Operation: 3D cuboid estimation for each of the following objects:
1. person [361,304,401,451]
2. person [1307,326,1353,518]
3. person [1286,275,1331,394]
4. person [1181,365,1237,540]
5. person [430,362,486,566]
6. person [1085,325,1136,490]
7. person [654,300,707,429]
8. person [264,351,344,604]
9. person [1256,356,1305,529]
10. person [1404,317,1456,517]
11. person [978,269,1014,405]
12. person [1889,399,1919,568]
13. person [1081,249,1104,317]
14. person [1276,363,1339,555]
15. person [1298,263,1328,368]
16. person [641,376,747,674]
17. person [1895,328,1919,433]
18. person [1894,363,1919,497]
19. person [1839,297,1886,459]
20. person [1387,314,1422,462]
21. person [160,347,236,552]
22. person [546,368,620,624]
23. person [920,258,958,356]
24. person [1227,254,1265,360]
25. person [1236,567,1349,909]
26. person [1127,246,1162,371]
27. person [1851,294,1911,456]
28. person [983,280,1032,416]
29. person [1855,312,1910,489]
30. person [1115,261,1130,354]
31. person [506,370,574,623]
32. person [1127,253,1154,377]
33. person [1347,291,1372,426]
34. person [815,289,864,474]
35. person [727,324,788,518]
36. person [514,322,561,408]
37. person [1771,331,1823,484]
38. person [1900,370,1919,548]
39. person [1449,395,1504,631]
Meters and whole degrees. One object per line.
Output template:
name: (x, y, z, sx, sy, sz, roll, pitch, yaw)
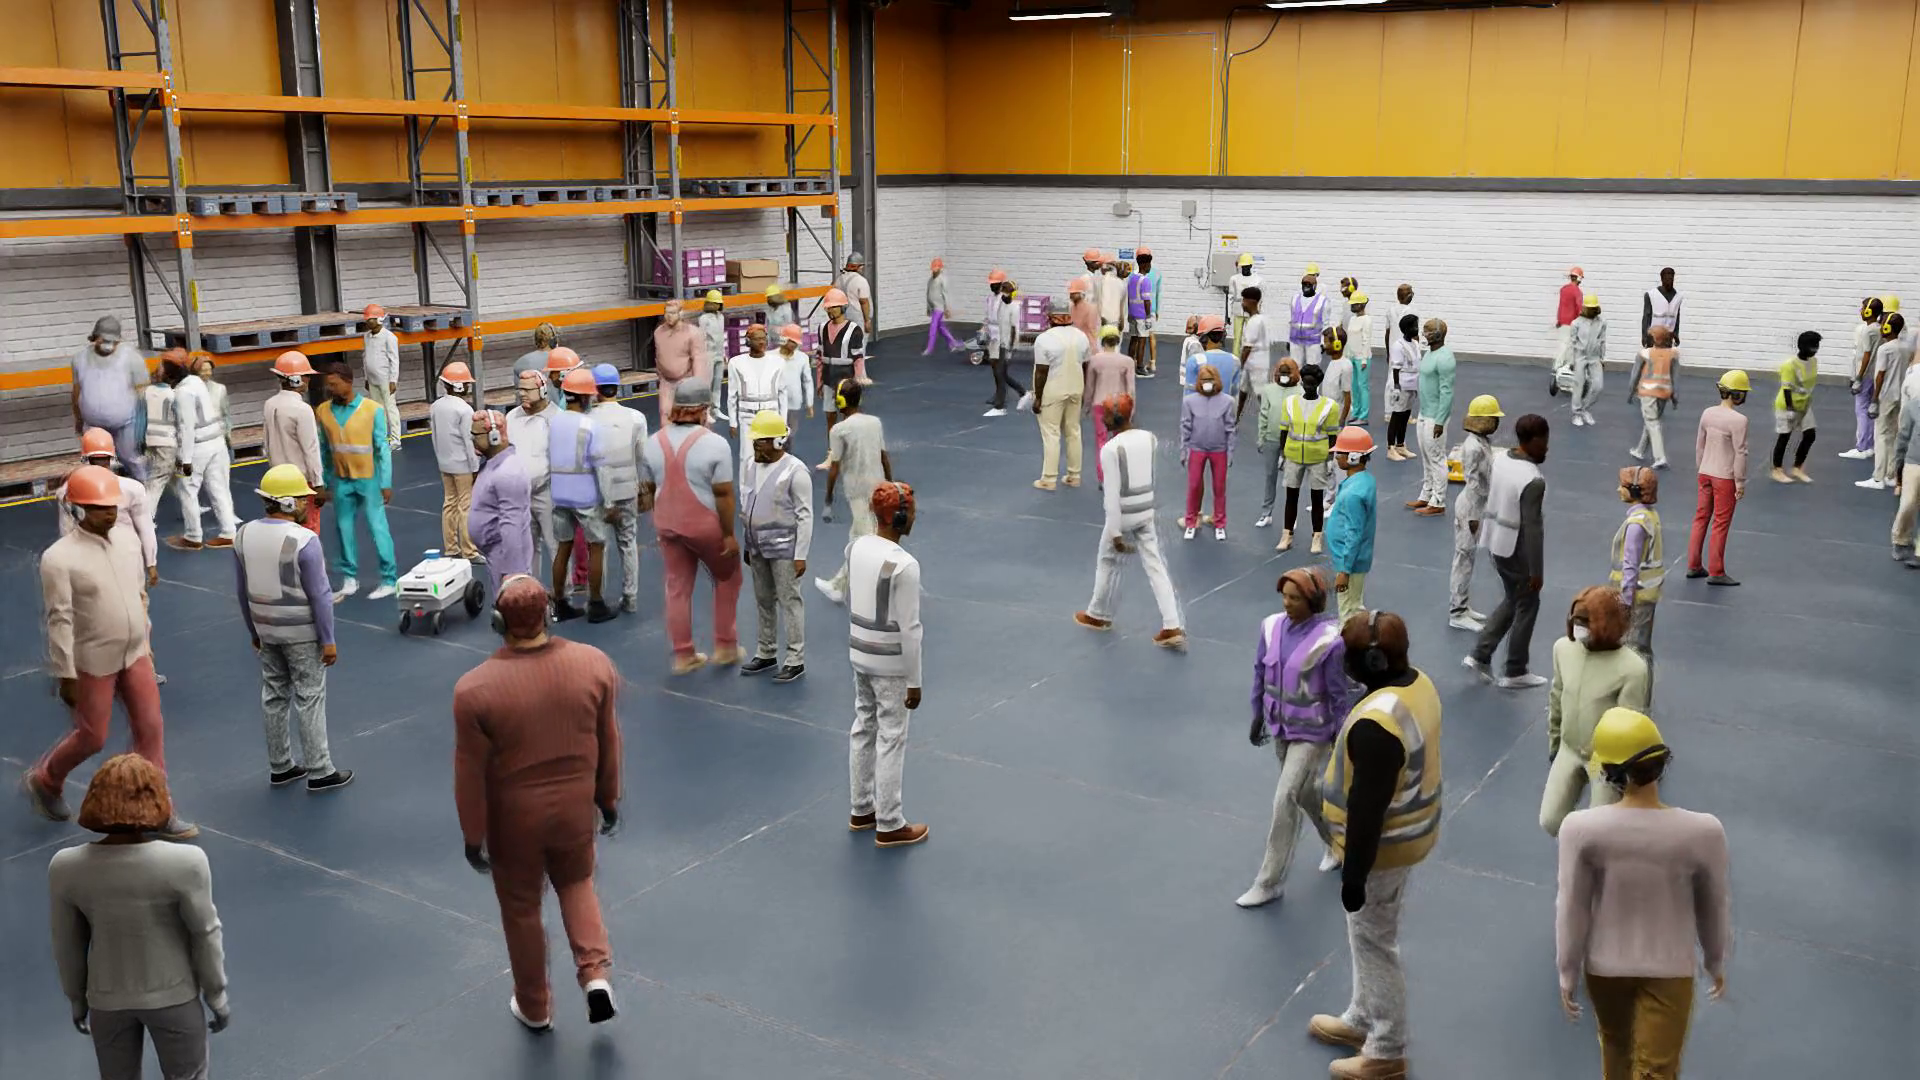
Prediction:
person: (-6.910, -1.929, 19.801, 0.566, 1.751, 0.329, 8, 15, 31)
person: (3.626, -1.143, 16.155, 0.327, 1.865, 0.519, -1, 13, -5)
person: (4.858, -2.790, 23.343, 0.621, 1.845, 0.429, 8, 15, 31)
person: (2.266, -0.796, 15.181, 0.500, 1.624, 0.312, 3, 13, 14)
person: (-4.275, -0.652, 14.263, 0.573, 1.749, 0.339, 11, 17, 39)
person: (1.598, -1.429, 17.728, 0.544, 1.705, 0.912, 1, 13, 6)
person: (-3.235, -1.862, 19.295, 0.652, 1.862, 1.000, 4, 14, 18)
person: (-5.143, -0.475, 12.965, 0.624, 1.992, 0.390, 10, 16, 37)
person: (3.048, -0.917, 15.676, 0.497, 1.633, 0.287, 6, 14, 23)
person: (4.612, -1.196, 16.218, 0.354, 1.937, 0.635, 0, 13, 0)
person: (0.484, -2.852, 23.446, 0.456, 1.922, 0.606, -7, 15, -29)
person: (8.260, -0.623, 14.184, 0.572, 1.730, 0.482, 6, 14, 23)
person: (2.072, -3.571, 26.285, 0.378, 2.045, 0.605, 2, 13, 7)
person: (3.057, -0.716, 14.662, 0.531, 1.698, 0.320, 6, 14, 24)
person: (5.759, -3.649, 27.255, 0.527, 1.761, 0.339, 8, 15, 30)
person: (-1.757, -0.121, 11.331, 0.700, 2.000, 0.675, 5, 14, 22)
person: (11.098, -1.824, 19.211, 0.546, 1.820, 0.727, 3, 13, 11)
person: (9.830, -1.231, 16.926, 0.319, 1.687, 0.539, -5, 14, -19)
person: (10.525, -1.876, 19.321, 0.533, 1.868, 0.310, -11, 17, -39)
person: (5.130, -1.756, 19.173, 0.315, 1.696, 0.541, 11, 17, 39)
person: (-6.779, -0.787, 14.659, 0.591, 1.848, 0.655, -1, 13, -5)
person: (-2.851, -0.323, 12.468, 0.634, 1.923, 0.437, 6, 14, 24)
person: (-0.372, -4.137, 29.467, 0.808, 1.713, 0.580, -8, 15, -32)
person: (4.633, -3.679, 27.013, 0.595, 1.925, 0.373, 5, 14, 21)
person: (1.646, 0.892, 7.903, 0.824, 1.601, 0.541, -9, 15, -33)
person: (2.980, -3.756, 27.122, 0.614, 2.034, 0.408, -6, 14, -24)
person: (10.927, -1.993, 19.802, 0.589, 1.890, 0.924, 3, 13, 12)
person: (0.638, -2.599, 22.529, 0.671, 1.842, 0.545, -4, 14, -16)
person: (9.807, -1.472, 17.603, 0.509, 1.858, 0.343, -8, 15, -30)
person: (2.546, -3.552, 26.673, 0.341, 1.838, 0.501, -1, 13, -6)
person: (-3.182, -0.331, 12.536, 0.638, 1.909, 0.408, 5, 14, 20)
person: (2.880, -3.582, 26.503, 0.363, 1.963, 0.612, -5, 14, -22)
person: (5.188, -2.374, 21.727, 0.337, 1.757, 0.518, -3, 13, -14)
person: (-1.353, -1.751, 18.396, 0.609, 2.043, 0.376, 8, 15, 31)
person: (-1.961, -1.151, 16.152, 0.584, 1.879, 0.347, -3, 13, -13)
person: (-3.880, -1.085, 15.733, 0.638, 1.938, 0.356, 4, 13, 15)
person: (8.904, -1.396, 17.669, 0.552, 1.660, 0.521, -7, 15, -26)
person: (8.661, -0.838, 14.734, 0.406, 1.911, 0.637, -8, 15, -31)
person: (3.843, -0.213, 12.378, 0.301, 1.745, 0.483, 5, 14, 20)
